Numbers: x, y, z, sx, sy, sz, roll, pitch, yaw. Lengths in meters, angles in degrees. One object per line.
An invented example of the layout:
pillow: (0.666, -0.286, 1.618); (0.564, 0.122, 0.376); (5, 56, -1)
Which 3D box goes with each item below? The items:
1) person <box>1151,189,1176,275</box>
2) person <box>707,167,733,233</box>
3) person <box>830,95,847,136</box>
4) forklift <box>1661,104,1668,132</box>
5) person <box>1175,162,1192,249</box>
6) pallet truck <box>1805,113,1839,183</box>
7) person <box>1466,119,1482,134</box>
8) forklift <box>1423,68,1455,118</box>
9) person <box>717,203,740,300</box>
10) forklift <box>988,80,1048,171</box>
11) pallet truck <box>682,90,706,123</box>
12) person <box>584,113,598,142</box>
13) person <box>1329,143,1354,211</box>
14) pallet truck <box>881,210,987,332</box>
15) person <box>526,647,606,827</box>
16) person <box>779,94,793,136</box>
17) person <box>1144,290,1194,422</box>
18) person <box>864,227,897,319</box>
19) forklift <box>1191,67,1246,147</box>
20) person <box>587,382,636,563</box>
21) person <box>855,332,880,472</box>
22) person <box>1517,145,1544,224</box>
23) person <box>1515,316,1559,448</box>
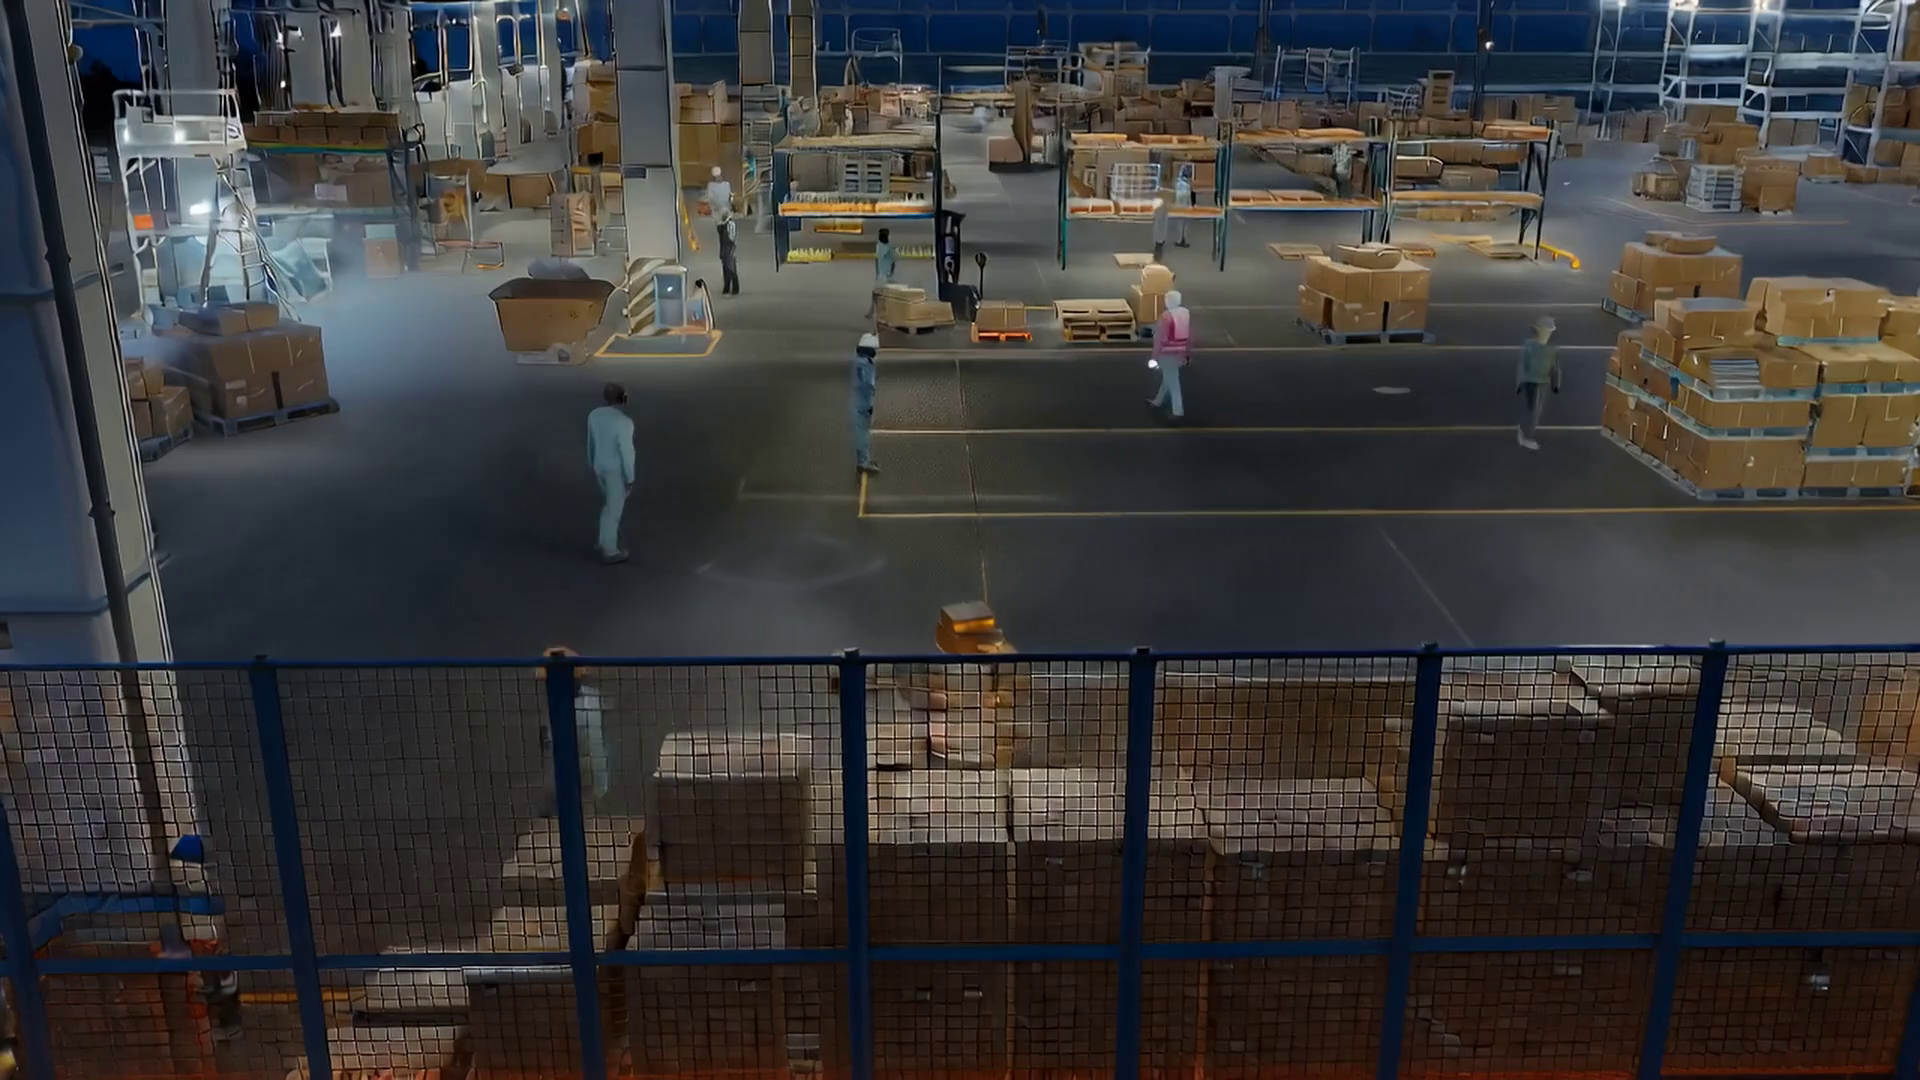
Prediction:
person: (4.007, -6.042, 33.274); (0.510, 1.915, 0.603); (10, 21, 26)
person: (-5.428, -7.519, 37.713); (0.562, 1.892, 0.927); (0, 19, -1)
person: (-4.389, -15.090, 60.088); (0.627, 1.941, 0.371); (-4, 19, -12)
forklift: (28.995, -17.685, 66.336); (1.873, 2.768, 1.129); (0, 19, -1)
person: (5.116, -7.663, 38.055); (0.372, 1.940, 0.629); (6, 20, 17)
pallet truck: (26.403, -11.957, 50.702); (0.823, 1.965, 1.885); (6, 19, 16)
person: (15.389, -11.689, 50.059); (0.553, 1.906, 0.479); (4, 19, 10)
forklift: (17.382, -15.723, 60.515); (1.129, 2.768, 1.873); (-1, 19, -1)
person: (-4.452, -5.544, 31.923); (0.504, 1.840, 0.345); (17, 25, 42)
forklift: (1.865, -13.266, 53.226); (1.873, 2.768, 1.129); (0, 19, -1)
pallet truck: (-9.671, -15.907, 62.421); (0.823, 1.965, 1.885); (5, 19, 15)
person: (-14.005, -15.931, 63.126); (0.510, 1.589, 0.901); (-3, 19, -8)
person: (10.139, -9.702, 44.134); (0.590, 1.918, 0.386); (17, 25, 41)
pallet truck: (-0.493, -4.759, 29.349); (1.885, 1.965, 0.823); (-13, 23, -34)
person: (-2.588, 1.586, 10.679); (0.887, 1.889, 0.613); (1, 19, 3)
person: (-6.831, -16.290, 63.805); (0.979, 1.830, 0.584); (9, 21, 26)
person: (2.850, -2.590, 23.206); (0.654, 1.802, 0.901); (-16, 24, -39)
person: (-1.409, -4.780, 29.915); (0.545, 1.656, 0.797); (15, 23, 37)
forklift: (9.517, -15.894, 61.023); (1.873, 2.768, 1.129); (-1, 19, -1)
person: (-3.652, -0.705, 17.472); (0.635, 1.908, 0.508); (14, 23, 35)
person: (-1.148, -1.732, 20.765); (0.325, 1.740, 0.493); (-3, 19, -8)
person: (14.398, -8.968, 41.906); (0.613, 1.948, 0.522); (13, 22, 33)
person: (7.533, -2.050, 21.681); (0.558, 1.749, 0.388); (-4, 19, -13)
